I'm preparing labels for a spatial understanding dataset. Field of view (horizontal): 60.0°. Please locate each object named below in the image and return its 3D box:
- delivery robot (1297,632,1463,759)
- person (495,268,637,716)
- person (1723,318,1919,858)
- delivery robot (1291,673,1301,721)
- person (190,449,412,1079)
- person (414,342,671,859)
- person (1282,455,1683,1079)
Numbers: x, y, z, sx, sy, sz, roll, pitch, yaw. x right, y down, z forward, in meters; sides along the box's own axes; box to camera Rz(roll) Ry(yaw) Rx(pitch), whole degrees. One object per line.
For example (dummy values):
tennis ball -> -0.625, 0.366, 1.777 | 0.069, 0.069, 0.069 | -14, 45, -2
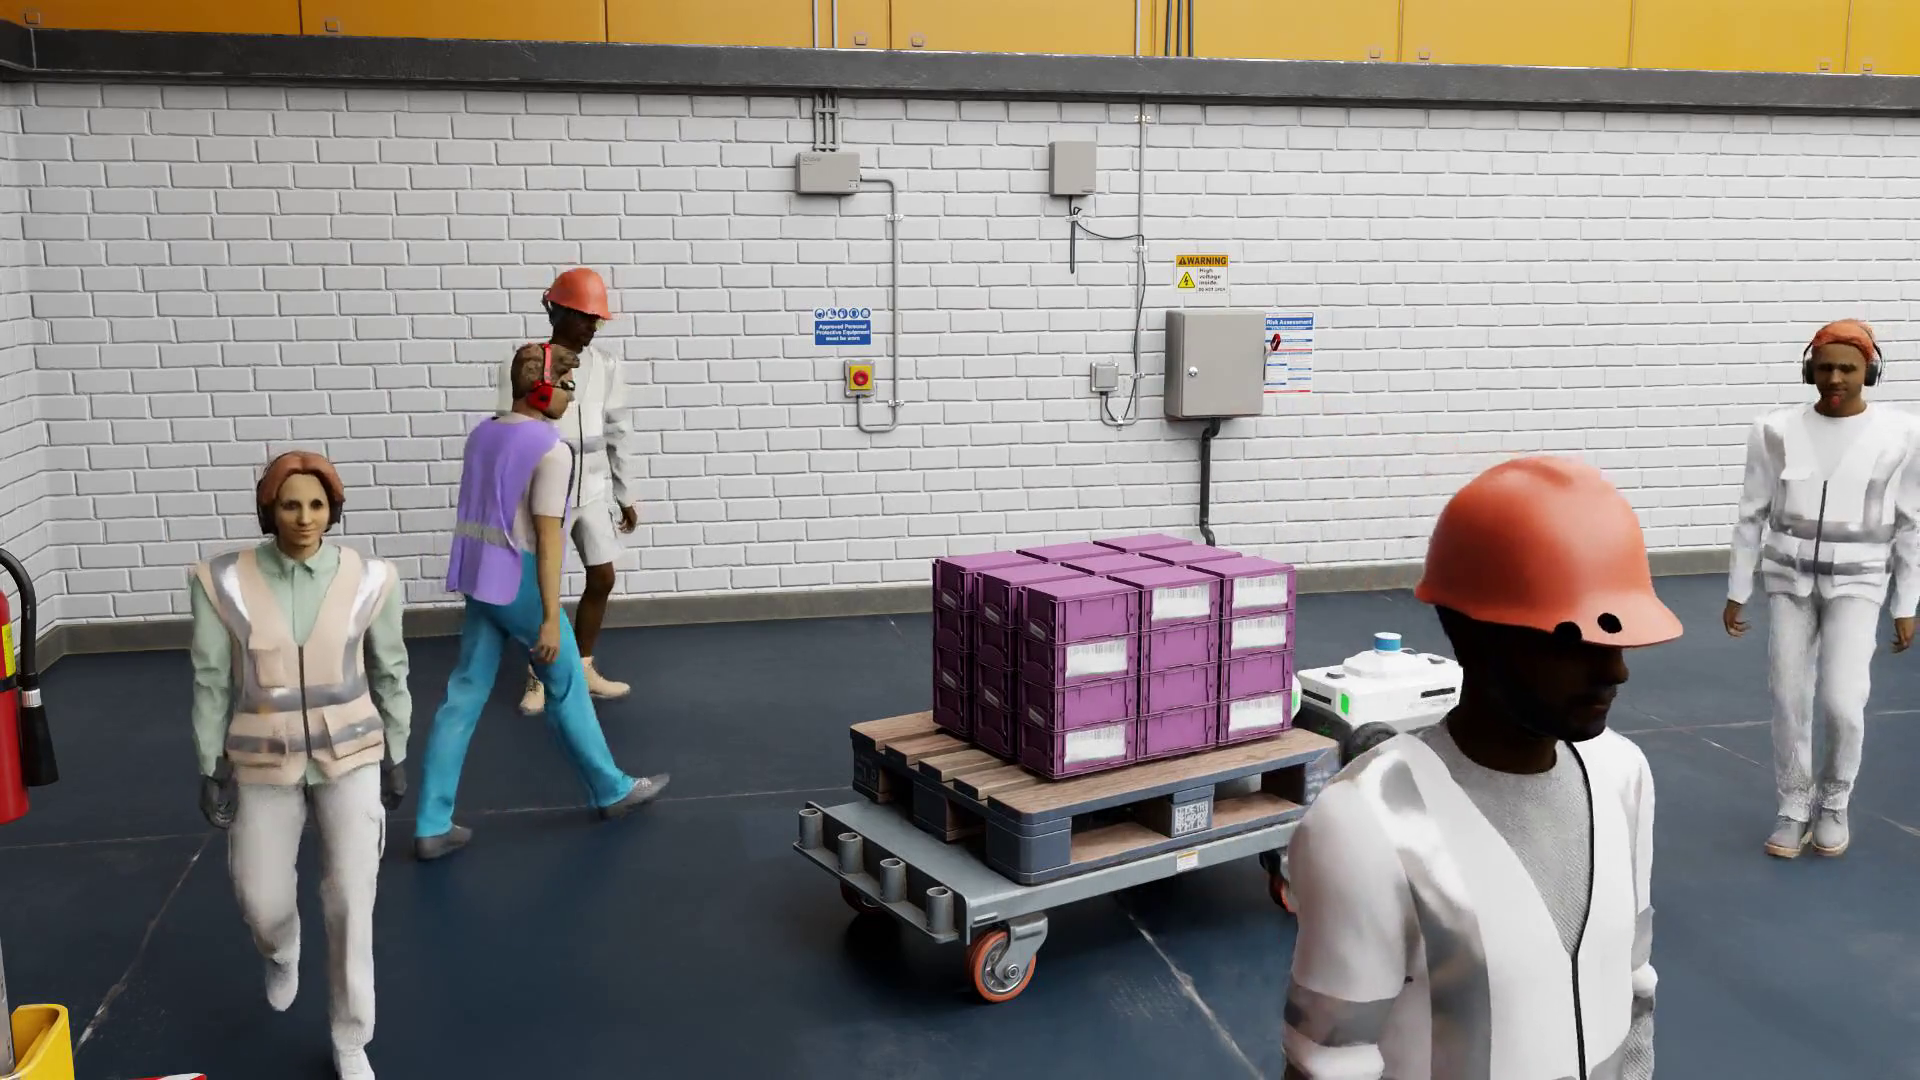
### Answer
delivery robot -> 1.711, 0.615, 6.679 | 0.707, 0.478, 0.477 | -5, 11, -26
person -> -1.749, -0.203, 7.469 | 0.673, 2.018, 0.468 | -10, 14, -43
person -> 2.936, 0.184, 5.681 | 0.590, 1.868, 0.420 | 9, 13, 40
delivery robot -> 0.974, 0.630, 6.598 | 0.707, 0.478, 0.477 | 0, 10, 1
person -> -1.661, 0.564, 4.236 | 0.517, 1.621, 0.542 | -4, 11, -23
person -> -1.528, 0.198, 5.870 | 0.659, 1.772, 0.984 | 9, 13, 40
person -> 0.608, 0.814, 2.141 | 0.552, 1.901, 0.972 | -6, 12, -32
